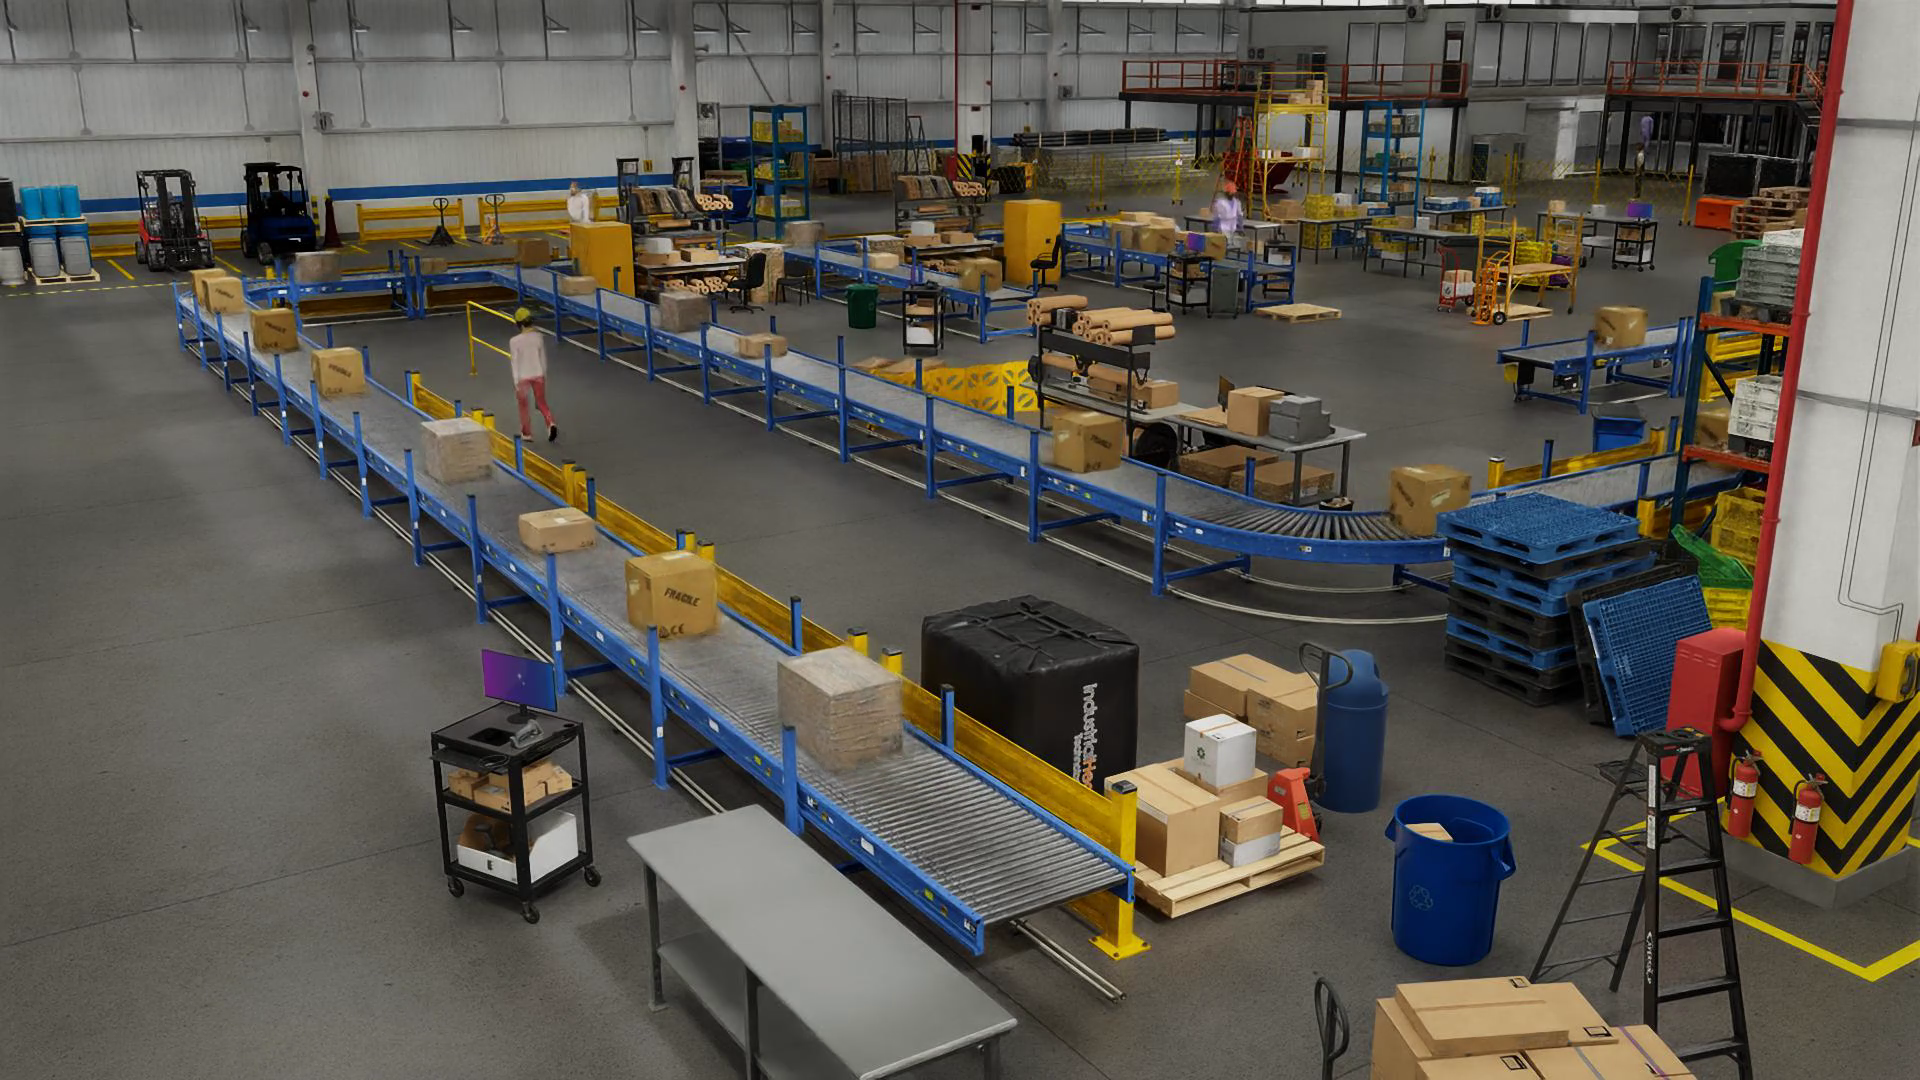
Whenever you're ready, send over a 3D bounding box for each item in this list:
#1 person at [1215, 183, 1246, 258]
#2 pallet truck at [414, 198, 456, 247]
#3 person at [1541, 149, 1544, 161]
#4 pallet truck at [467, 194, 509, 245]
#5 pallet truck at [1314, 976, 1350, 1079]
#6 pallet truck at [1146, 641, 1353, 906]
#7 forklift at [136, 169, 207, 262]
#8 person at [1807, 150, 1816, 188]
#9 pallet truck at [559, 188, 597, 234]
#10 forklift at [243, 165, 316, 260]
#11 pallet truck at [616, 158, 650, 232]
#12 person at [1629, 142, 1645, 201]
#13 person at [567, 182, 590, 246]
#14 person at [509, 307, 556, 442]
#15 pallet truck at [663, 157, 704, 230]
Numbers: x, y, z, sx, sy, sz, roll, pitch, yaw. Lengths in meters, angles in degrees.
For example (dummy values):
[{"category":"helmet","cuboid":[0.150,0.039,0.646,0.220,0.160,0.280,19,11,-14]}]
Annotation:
[{"category":"person","cuboid":[5.878,-6.778,36.287,0.629,1.987,1.054,-8,18,-25]},{"category":"pallet truck","cuboid":[-13.250,-8.060,41.856,0.680,1.201,1.601,-10,20,-31]},{"category":"person","cuboid":[21.823,-14.480,62.508,0.507,1.633,0.276,10,19,29]},{"category":"pallet truck","cuboid":[-11.983,-8.177,42.137,0.704,1.261,1.522,-11,20,-33]},{"category":"pallet truck","cuboid":[2.299,2.390,7.086,1.601,1.201,0.680,-2,17,-7]},{"category":"pallet truck","cuboid":[1.664,1.407,10.232,1.630,1.274,0.653,-10,20,-31]},{"category":"forklift","cuboid":[-17.842,-7.318,37.559,1.157,1.987,2.680,-10,20,-31]},{"category":"person","cuboid":[27.193,-11.695,52.690,0.613,1.963,0.362,11,20,33]},{"category":"pallet truck","cuboid":[-10.010,-8.652,43.699,0.653,1.274,1.630,-10,20,-31]},{"category":"forklift","cuboid":[-15.898,-7.669,38.708,1.157,1.987,2.680,-11,20,-33]},{"category":"pallet truck","cuboid":[-8.918,-9.176,44.255,0.823,1.965,1.885,-9,19,-27]},{"category":"person","cuboid":[21.647,-11.750,53.079,0.345,1.847,0.504,9,19,27]},{"category":"person","cuboid":[-8.755,-7.312,38.298,0.653,1.867,0.971,7,18,23]},{"category":"person","cuboid":[-5.423,-2.076,21.036,0.535,1.747,0.645,-15,22,-41]},{"category":"pallet truck","cuboid":[-7.586,-9.308,44.692,0.823,1.965,1.885,-11,20,-33]}]
